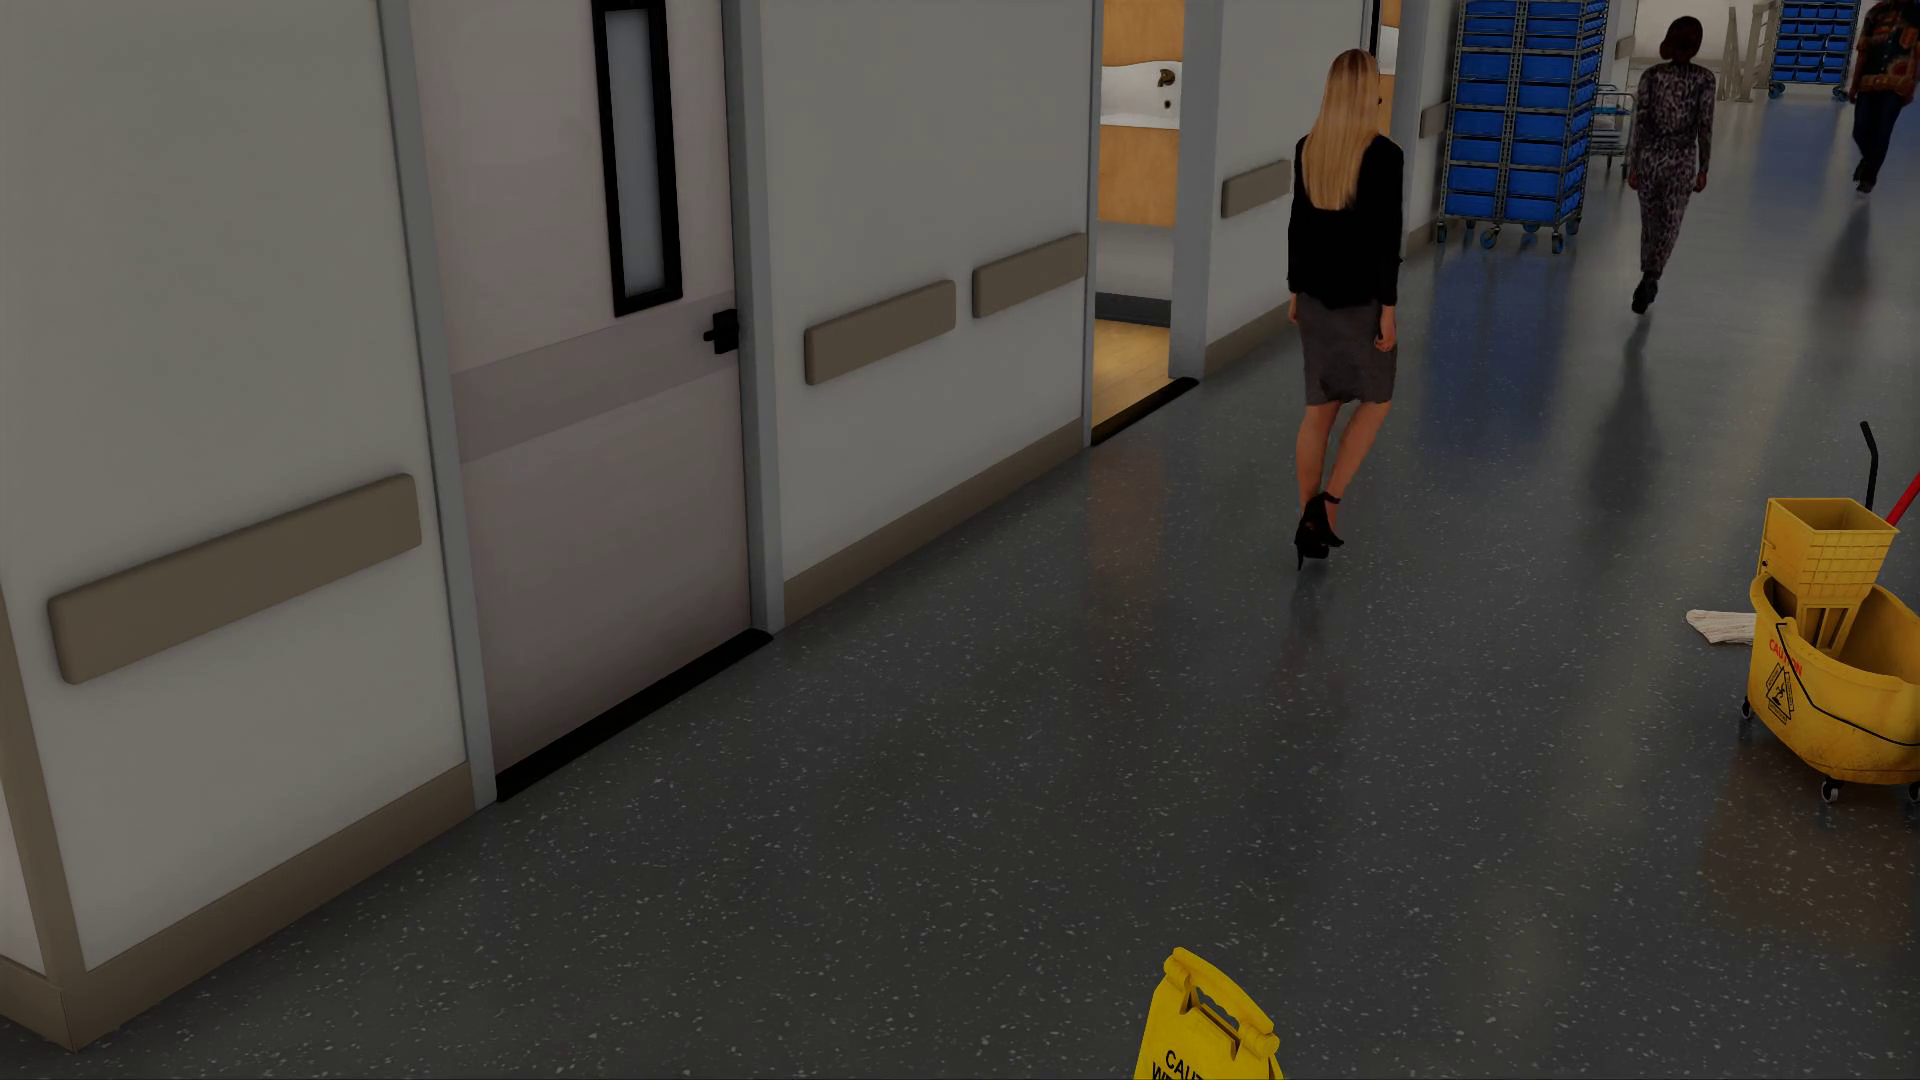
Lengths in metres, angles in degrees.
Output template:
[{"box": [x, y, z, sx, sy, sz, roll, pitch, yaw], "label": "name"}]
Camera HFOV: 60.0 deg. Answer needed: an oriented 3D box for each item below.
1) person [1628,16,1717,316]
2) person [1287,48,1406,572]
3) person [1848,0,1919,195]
[{"box": [4.078, -2.121, 9.634, 0.585, 1.680, 1.119, 11, 24, 27], "label": "person"}, {"box": [1.277, -0.746, 5.793, 0.690, 1.830, 0.689, 18, 27, 40], "label": "person"}, {"box": [7.743, -3.819, 13.902, 0.737, 1.793, 0.897, 15, 25, 34], "label": "person"}]
